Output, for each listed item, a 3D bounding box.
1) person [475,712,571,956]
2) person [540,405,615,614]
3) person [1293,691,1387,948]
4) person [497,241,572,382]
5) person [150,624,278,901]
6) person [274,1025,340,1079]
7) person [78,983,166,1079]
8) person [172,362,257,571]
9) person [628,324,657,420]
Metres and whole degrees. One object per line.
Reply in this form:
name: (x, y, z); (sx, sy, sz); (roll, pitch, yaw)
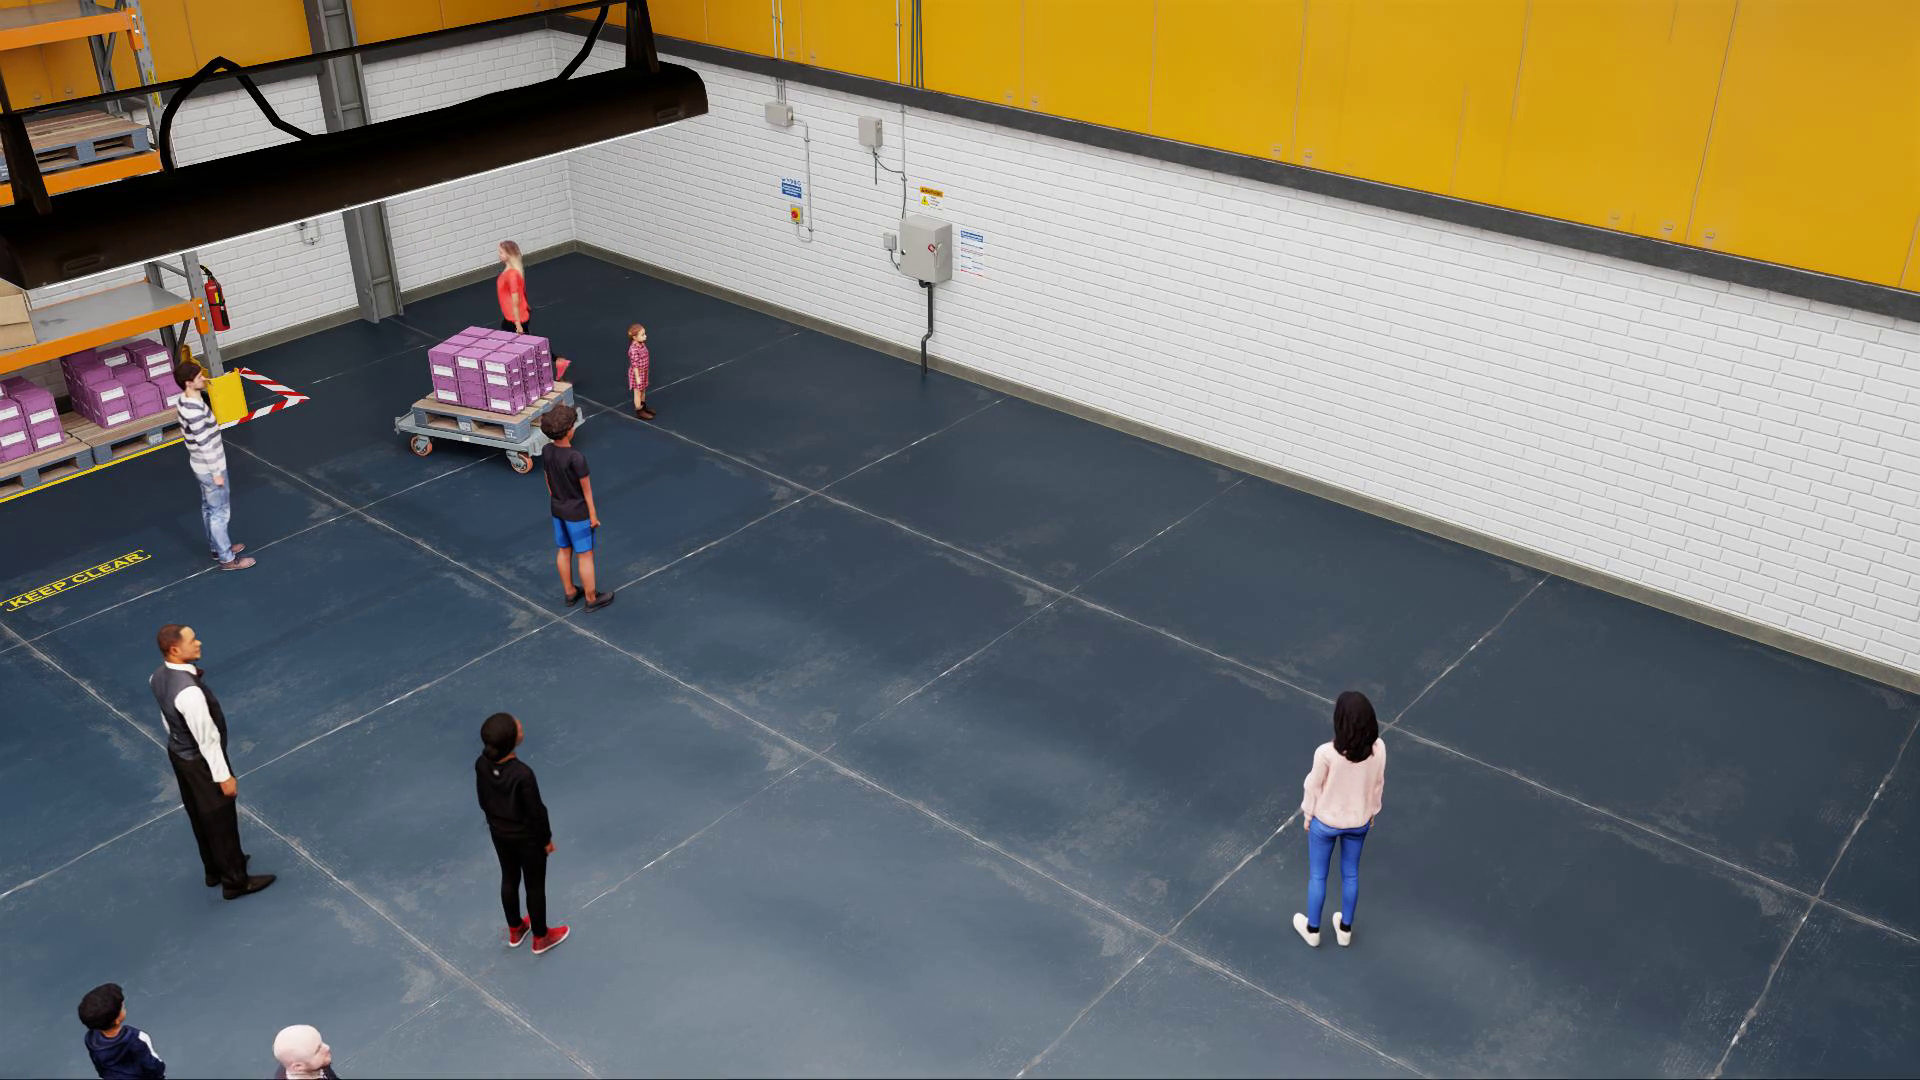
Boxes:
person: (-2.645, 1.746, 9.931); (0.648, 1.674, 0.597); (12, 31, 21)
person: (-3.150, -0.254, 13.466); (0.642, 1.799, 0.636); (15, 32, 25)
person: (2.279, 1.684, 9.948); (0.710, 1.766, 0.776); (-3, 29, -5)
person: (-4.533, -2.313, 17.375); (1.081, 1.671, 0.987); (-5, 29, -9)
person: (-4.732, 1.376, 10.353); (0.694, 1.918, 0.589); (24, 37, 37)
person: (-2.978, 2.928, 7.625); (0.854, 1.806, 0.828); (-9, 30, -16)
person: (-4.264, 2.768, 8.530); (0.588, 1.221, 0.609); (6, 29, 10)
person: (-6.388, -0.637, 14.110); (0.635, 1.855, 0.704); (-17, 33, -29)
person: (-3.278, -1.731, 16.987); (0.548, 1.022, 0.469); (7, 29, 12)
